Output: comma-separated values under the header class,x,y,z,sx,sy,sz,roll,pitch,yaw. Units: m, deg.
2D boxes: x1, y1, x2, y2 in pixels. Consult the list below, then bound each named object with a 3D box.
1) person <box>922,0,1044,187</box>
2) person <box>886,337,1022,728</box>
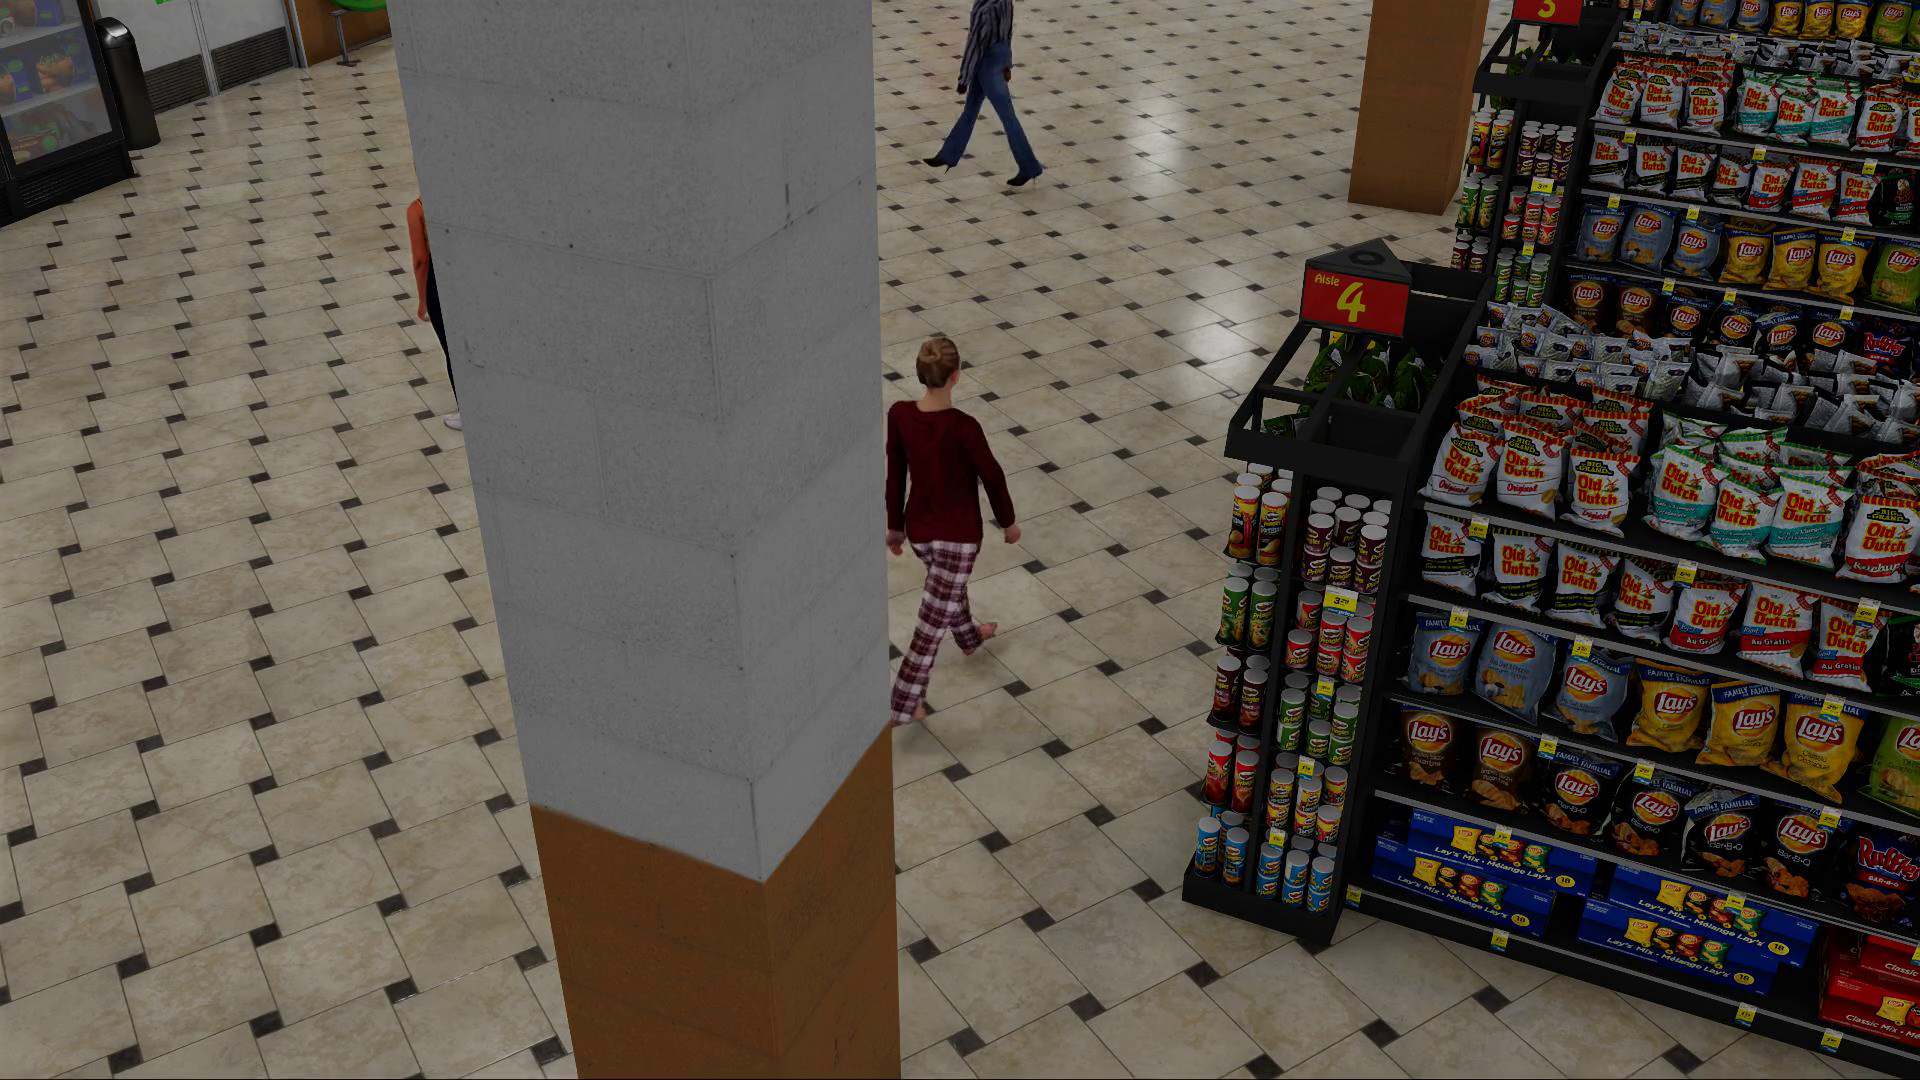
class,x,y,z,sx,sy,sz,roll,pitch,yaw
person,0.311,-3.378,12.078,1.222,1.738,0.778,9,33,14
person,-0.108,0.013,6.714,1.085,1.647,0.821,20,37,29
